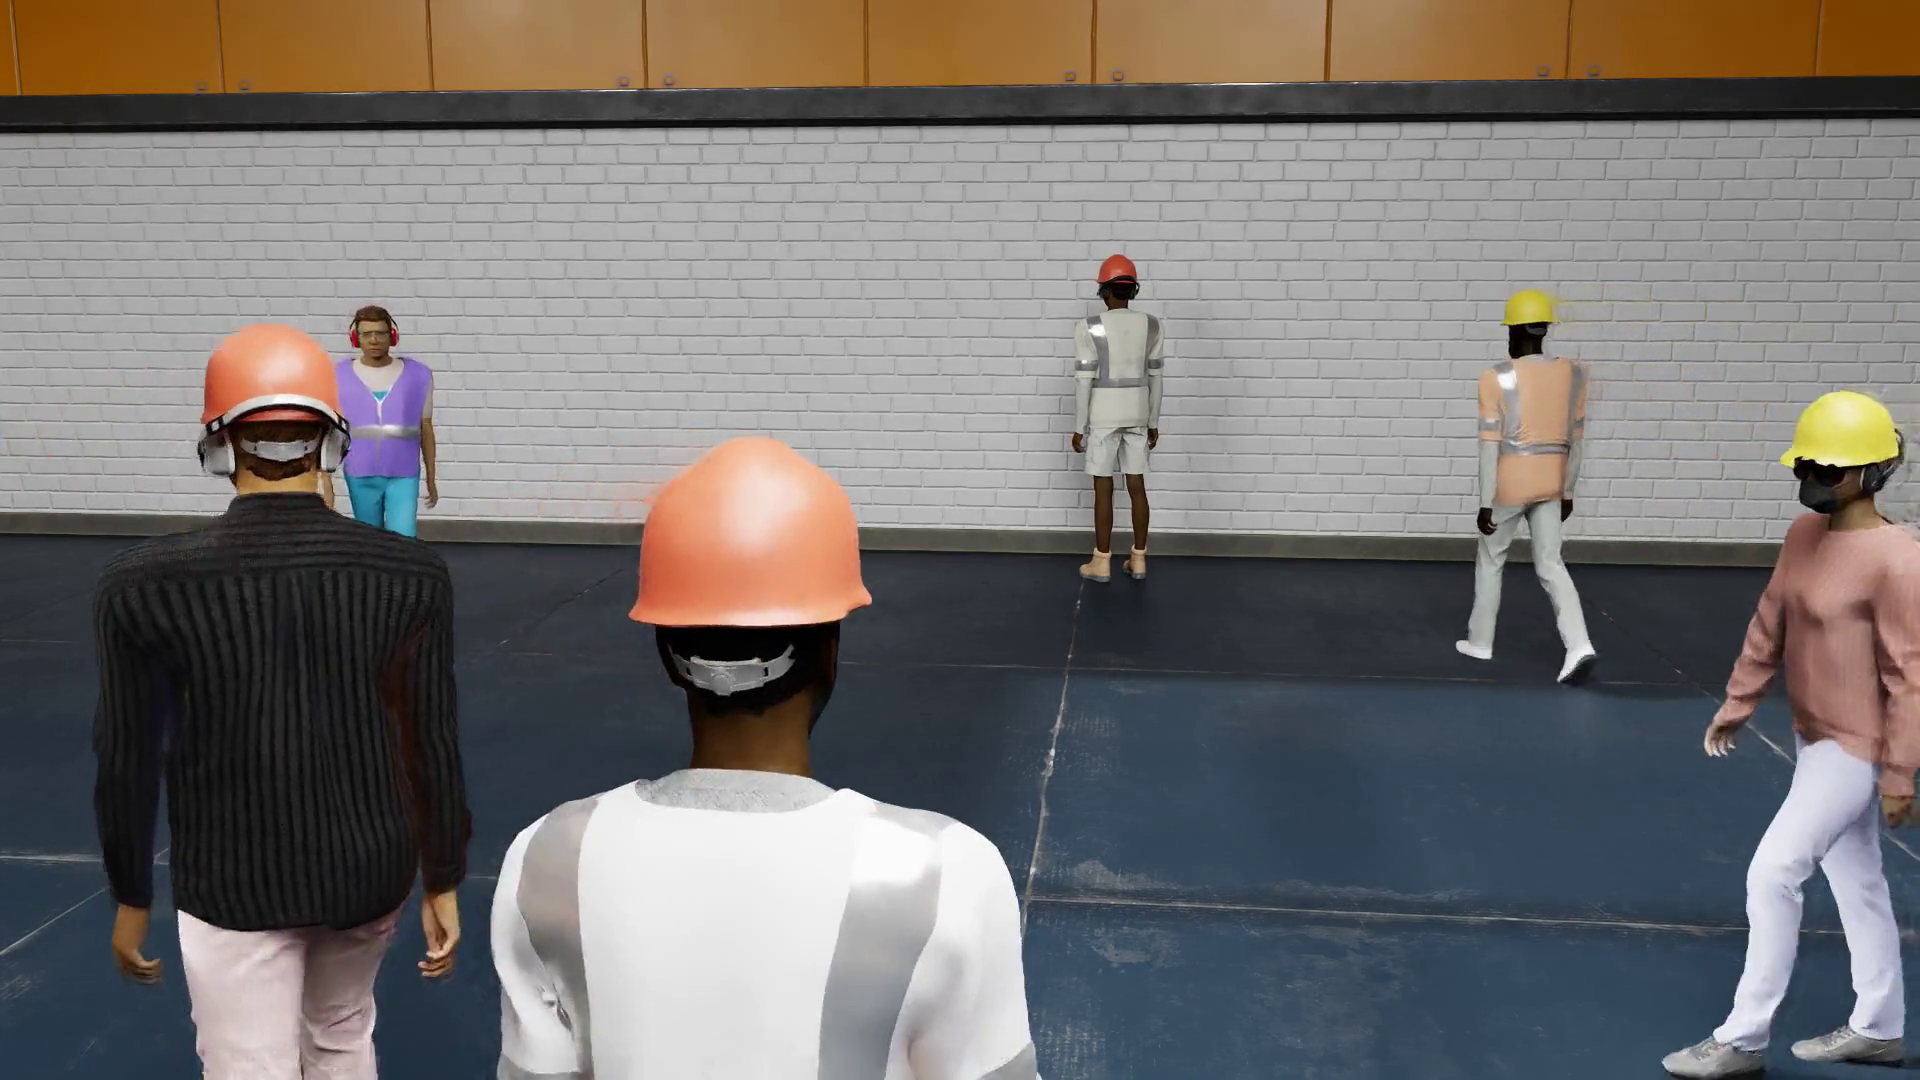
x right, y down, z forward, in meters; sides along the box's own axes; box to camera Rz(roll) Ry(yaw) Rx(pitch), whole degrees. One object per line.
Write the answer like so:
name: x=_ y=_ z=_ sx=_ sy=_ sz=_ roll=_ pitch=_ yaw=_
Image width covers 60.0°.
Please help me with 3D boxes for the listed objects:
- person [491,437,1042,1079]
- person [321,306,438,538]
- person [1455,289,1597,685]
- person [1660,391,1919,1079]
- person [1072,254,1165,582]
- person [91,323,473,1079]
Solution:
person: x=-0.181 y=0.832 z=1.797 sx=0.546 sy=1.884 sz=0.996 roll=3 pitch=10 yaw=18
person: x=-3.044 y=-0.331 z=8.736 sx=0.584 sy=1.797 sz=0.981 roll=-4 pitch=11 yaw=-20
person: x=2.776 y=-0.266 z=8.068 sx=0.597 sy=1.889 sz=0.926 roll=-2 pitch=10 yaw=-13
person: x=2.065 y=0.503 z=4.111 sx=0.769 sy=1.734 sz=0.538 roll=1 pitch=10 yaw=6
person: x=0.976 y=-0.755 z=10.430 sx=0.607 sy=2.044 sz=0.371 roll=-4 pitch=11 yaw=-20
person: x=-1.149 y=0.602 z=2.924 sx=0.597 sy=1.954 sz=0.936 roll=-7 pitch=12 yaw=-36
